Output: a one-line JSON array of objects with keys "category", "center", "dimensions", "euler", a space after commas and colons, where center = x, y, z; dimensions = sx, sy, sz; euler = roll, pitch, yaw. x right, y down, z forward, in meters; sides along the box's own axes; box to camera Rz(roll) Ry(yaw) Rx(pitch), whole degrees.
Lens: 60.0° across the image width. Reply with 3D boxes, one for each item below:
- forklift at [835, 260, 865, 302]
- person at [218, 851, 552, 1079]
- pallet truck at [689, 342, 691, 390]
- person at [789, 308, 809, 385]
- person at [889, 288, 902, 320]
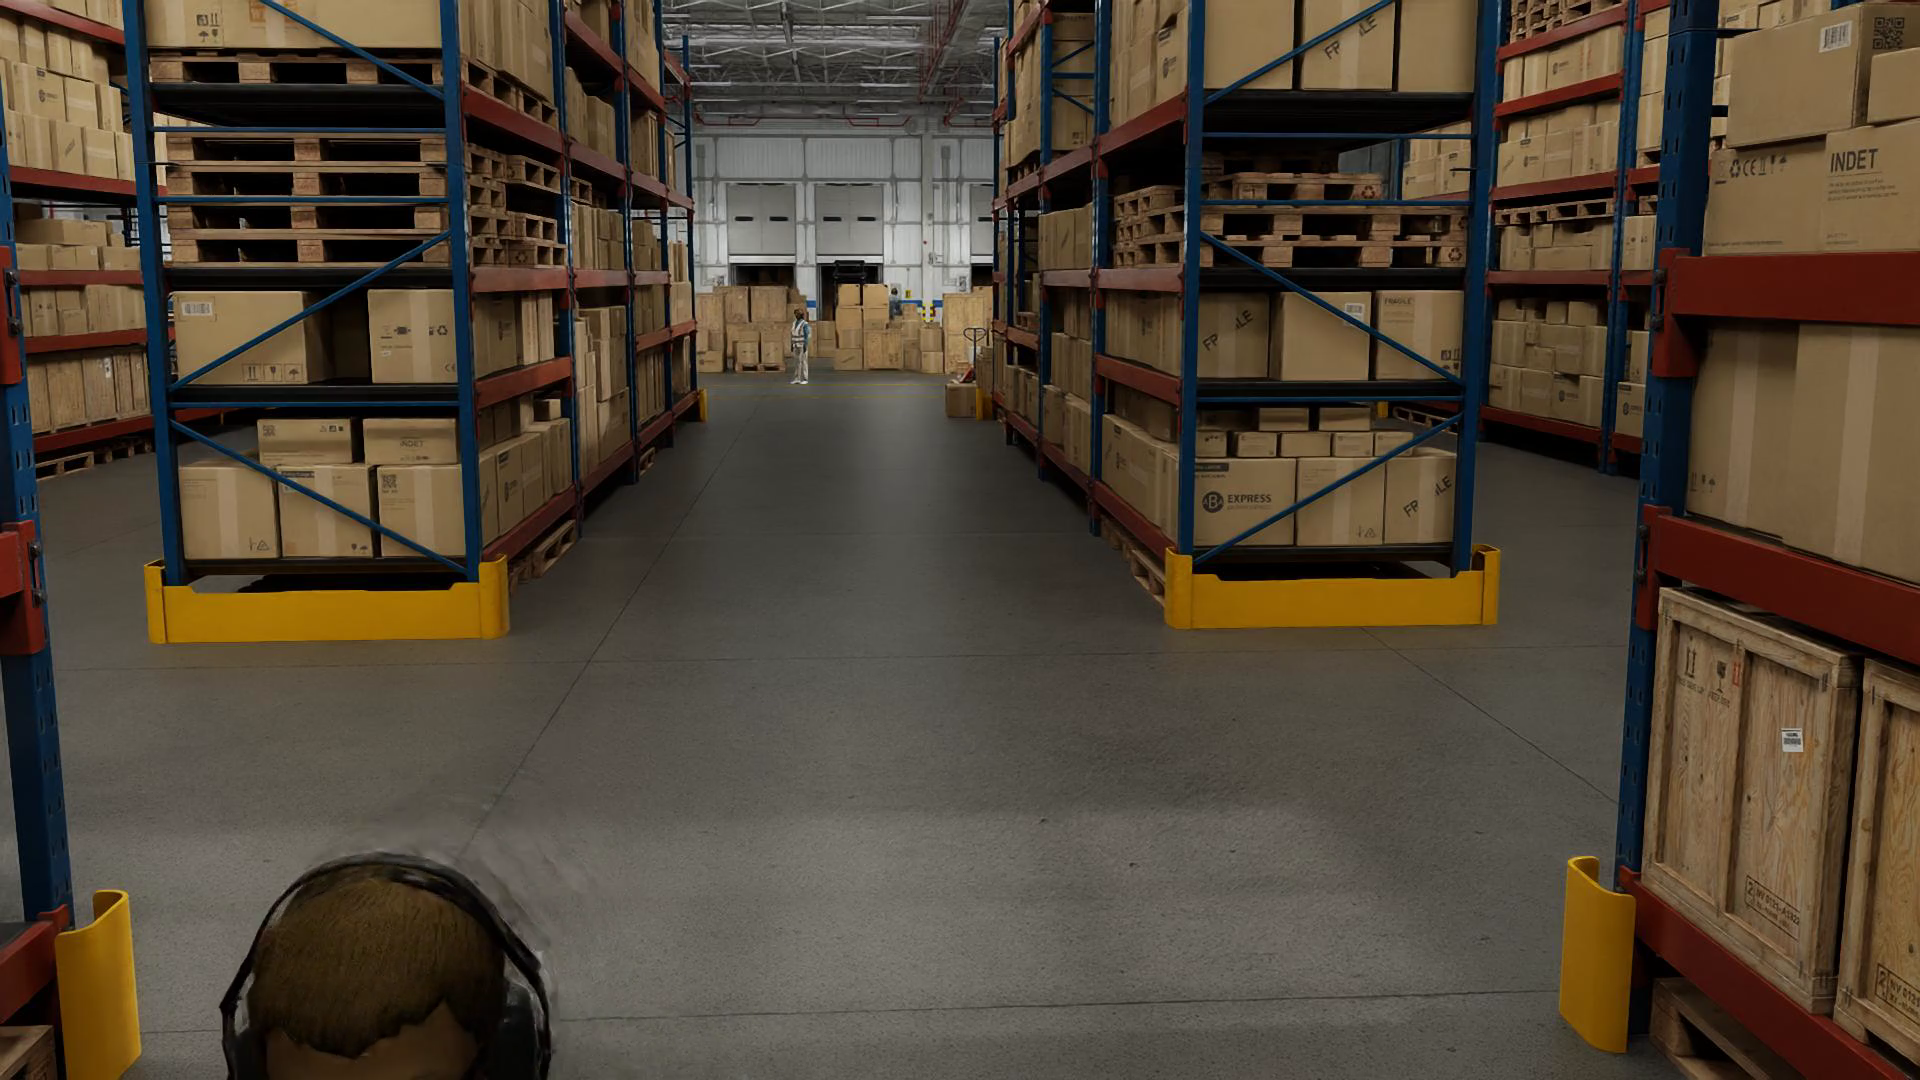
[{"category": "forklift", "center": [-3.412, -7.285, 51.571], "dimensions": [1.129, 2.768, 1.873], "euler": [-1, 9, -4]}, {"category": "person", "center": [-0.441, 1.188, 1.373], "dimensions": [0.648, 1.912, 0.661], "euler": [-1, 9, -5]}, {"category": "pallet truck", "center": [-5.225, -3.008, 27.480], "dimensions": [1.885, 1.965, 0.823], "euler": [2, 9, 14]}, {"category": "person", "center": [-3.463, -4.177, 35.926], "dimensions": [0.515, 1.645, 0.309], "euler": [8, 12, 43]}, {"category": "person", "center": [-2.305, -7.811, 57.877], "dimensions": [0.640, 1.927, 0.388], "euler": [3, 10, 21]}]
